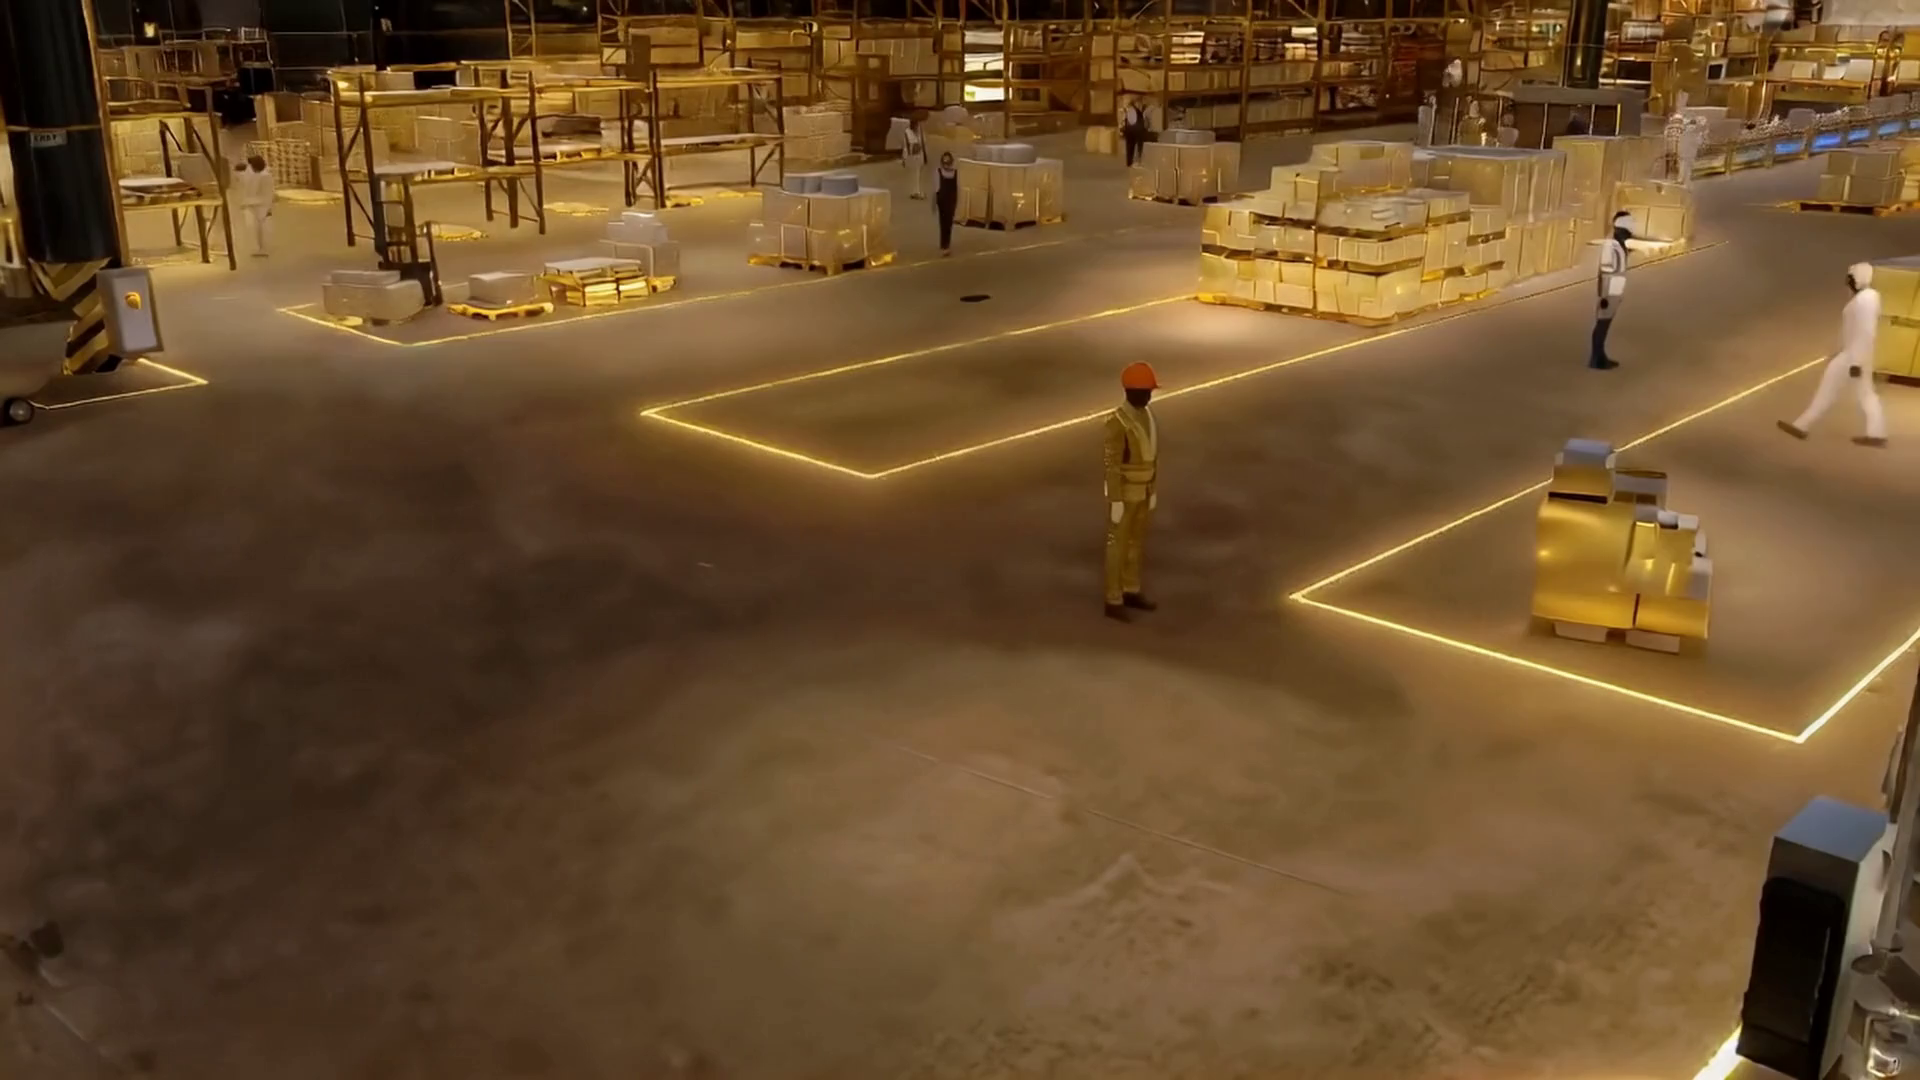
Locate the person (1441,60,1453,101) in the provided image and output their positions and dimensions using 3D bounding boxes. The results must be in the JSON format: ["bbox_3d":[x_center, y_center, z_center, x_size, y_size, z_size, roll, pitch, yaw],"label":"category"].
[{"bbox_3d":[20.226,-19.121,69.251,0.520,1.681,0.538,-15,24,-38],"label":"person"}]

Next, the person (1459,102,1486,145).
[{"bbox_3d":[12.192,-9.451,39.685,0.600,1.967,0.368,7,20,20],"label":"person"}]

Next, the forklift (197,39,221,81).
[{"bbox_3d":[-26.193,-16.094,58.270,1.129,2.768,1.873,17,25,41],"label":"forklift"}]

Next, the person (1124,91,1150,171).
[{"bbox_3d":[4.523,-10.512,42.764,0.695,2.000,0.666,-7,20,-21],"label":"person"}]

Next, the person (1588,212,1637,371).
[{"bbox_3d":[8.058,-3.075,20.519,0.379,1.937,0.548,14,23,37],"label":"person"}]

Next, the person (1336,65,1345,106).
[{"bbox_3d":[15.298,-18.218,66.642,0.661,1.608,0.538,-2,18,-5],"label":"person"}]

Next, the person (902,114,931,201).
[{"bbox_3d":[-0.913,-8.451,36.814,0.931,1.881,0.596,14,23,36],"label":"person"}]

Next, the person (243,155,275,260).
[{"bbox_3d":[-12.101,-5.739,28.756,0.672,1.814,0.438,6,19,18],"label":"person"}]

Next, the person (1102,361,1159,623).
[{"bbox_3d":[1.269,-0.369,12.349,0.384,1.949,0.603,12,22,32],"label":"person"}]

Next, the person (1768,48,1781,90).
[{"bbox_3d":[37.847,-21.840,77.126,0.556,1.902,0.934,16,24,40],"label":"person"}]

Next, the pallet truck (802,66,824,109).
[{"bbox_3d":[-4.812,-15.182,56.903,0.823,1.965,1.885,-9,21,-26],"label":"pallet truck"}]

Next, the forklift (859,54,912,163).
[{"bbox_3d":[-2.298,-11.789,45.300,1.129,2.768,1.873,17,25,41],"label":"forklift"}]

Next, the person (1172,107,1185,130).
[{"bbox_3d":[5.159,-9.401,39.714,0.492,1.852,0.517,9,20,25],"label":"person"}]

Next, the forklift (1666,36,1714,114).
[{"bbox_3d":[27.341,-17.291,61.877,1.129,2.768,1.873,17,25,41],"label":"forklift"}]

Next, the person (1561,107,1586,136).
[{"bbox_3d":[13.914,-8.820,37.760,0.632,1.977,0.602,-3,19,-8],"label":"person"}]

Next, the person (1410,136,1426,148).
[{"bbox_3d":[8.504,-6.616,31.225,0.494,1.912,0.566,13,22,35],"label":"person"}]

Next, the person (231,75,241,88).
[{"bbox_3d":[-22.527,-13.595,52.214,0.635,1.937,0.352,-14,23,-35],"label":"person"}]

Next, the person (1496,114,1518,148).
[{"bbox_3d":[13.053,-9.336,39.796,0.569,1.671,0.560,-1,18,-2],"label":"person"}]

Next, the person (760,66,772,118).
[{"bbox_3d":[-7.080,-16.332,60.613,0.430,1.843,0.626,3,19,9],"label":"person"}]

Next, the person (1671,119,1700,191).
[{"bbox_3d":[16.212,-8.522,37.215,0.532,1.745,0.561,-17,25,-42],"label":"person"}]

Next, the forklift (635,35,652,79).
[{"bbox_3d":[-11.964,-17.715,63.154,1.873,2.768,1.129,-10,21,-28],"label":"forklift"}]

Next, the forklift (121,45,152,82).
[{"bbox_3d":[-25.631,-14.025,52.038,1.129,2.768,1.873,12,22,32],"label":"forklift"}]

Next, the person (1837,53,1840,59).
[{"bbox_3d":[41.248,-22.355,78.615,0.641,1.934,0.662,0,18,0],"label":"person"}]

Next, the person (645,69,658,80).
[{"bbox_3d":[-11.605,-16.870,62.561,0.547,1.620,0.434,2,18,5],"label":"person"}]

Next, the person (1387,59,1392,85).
[{"bbox_3d":[19.202,-21.156,75.077,1.025,1.884,0.651,-12,22,-31],"label":"person"}]

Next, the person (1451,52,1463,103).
[{"bbox_3d":[20.373,-18.960,68.250,0.546,2.020,0.654,-10,21,-28],"label":"person"}]

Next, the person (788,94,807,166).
[{"bbox_3d":[-4.252,-10.904,44.224,0.604,1.858,0.652,11,21,31],"label":"person"}]

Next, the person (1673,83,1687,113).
[{"bbox_3d":[23.300,-13.979,53.867,0.429,1.618,0.500,-7,20,-20],"label":"person"}]

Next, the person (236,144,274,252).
[{"bbox_3d":[-12.553,-6.094,29.658,0.458,1.903,0.609,10,21,27],"label":"person"}]

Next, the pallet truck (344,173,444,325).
[{"bbox_3d":[-8.209,-4.181,23.757,0.823,1.965,1.885,3,19,9],"label":"pallet truck"}]

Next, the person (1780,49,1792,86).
[{"bbox_3d":[40.064,-22.894,80.501,0.316,1.769,0.525,-11,21,-29],"label":"person"}]

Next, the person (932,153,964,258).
[{"bbox_3d":[-0.194,-5.842,29.085,0.510,1.794,0.960,-6,19,-18],"label":"person"}]

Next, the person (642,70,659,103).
[{"bbox_3d":[-10.502,-14.990,56.468,0.592,1.910,0.387,-3,19,-10],"label":"person"}]

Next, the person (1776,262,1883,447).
[{"bbox_3d":[9.111,-1.908,17.091,1.027,1.885,0.638,14,23,36],"label":"person"}]

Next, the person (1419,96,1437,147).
[{"bbox_3d":[12.948,-11.419,46.022,0.573,1.702,0.778,0,18,0],"label":"person"}]

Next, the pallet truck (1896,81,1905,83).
[{"bbox_3d":[34.802,-16.331,61.455,0.653,1.274,1.630,17,25,41],"label":"pallet truck"}]
